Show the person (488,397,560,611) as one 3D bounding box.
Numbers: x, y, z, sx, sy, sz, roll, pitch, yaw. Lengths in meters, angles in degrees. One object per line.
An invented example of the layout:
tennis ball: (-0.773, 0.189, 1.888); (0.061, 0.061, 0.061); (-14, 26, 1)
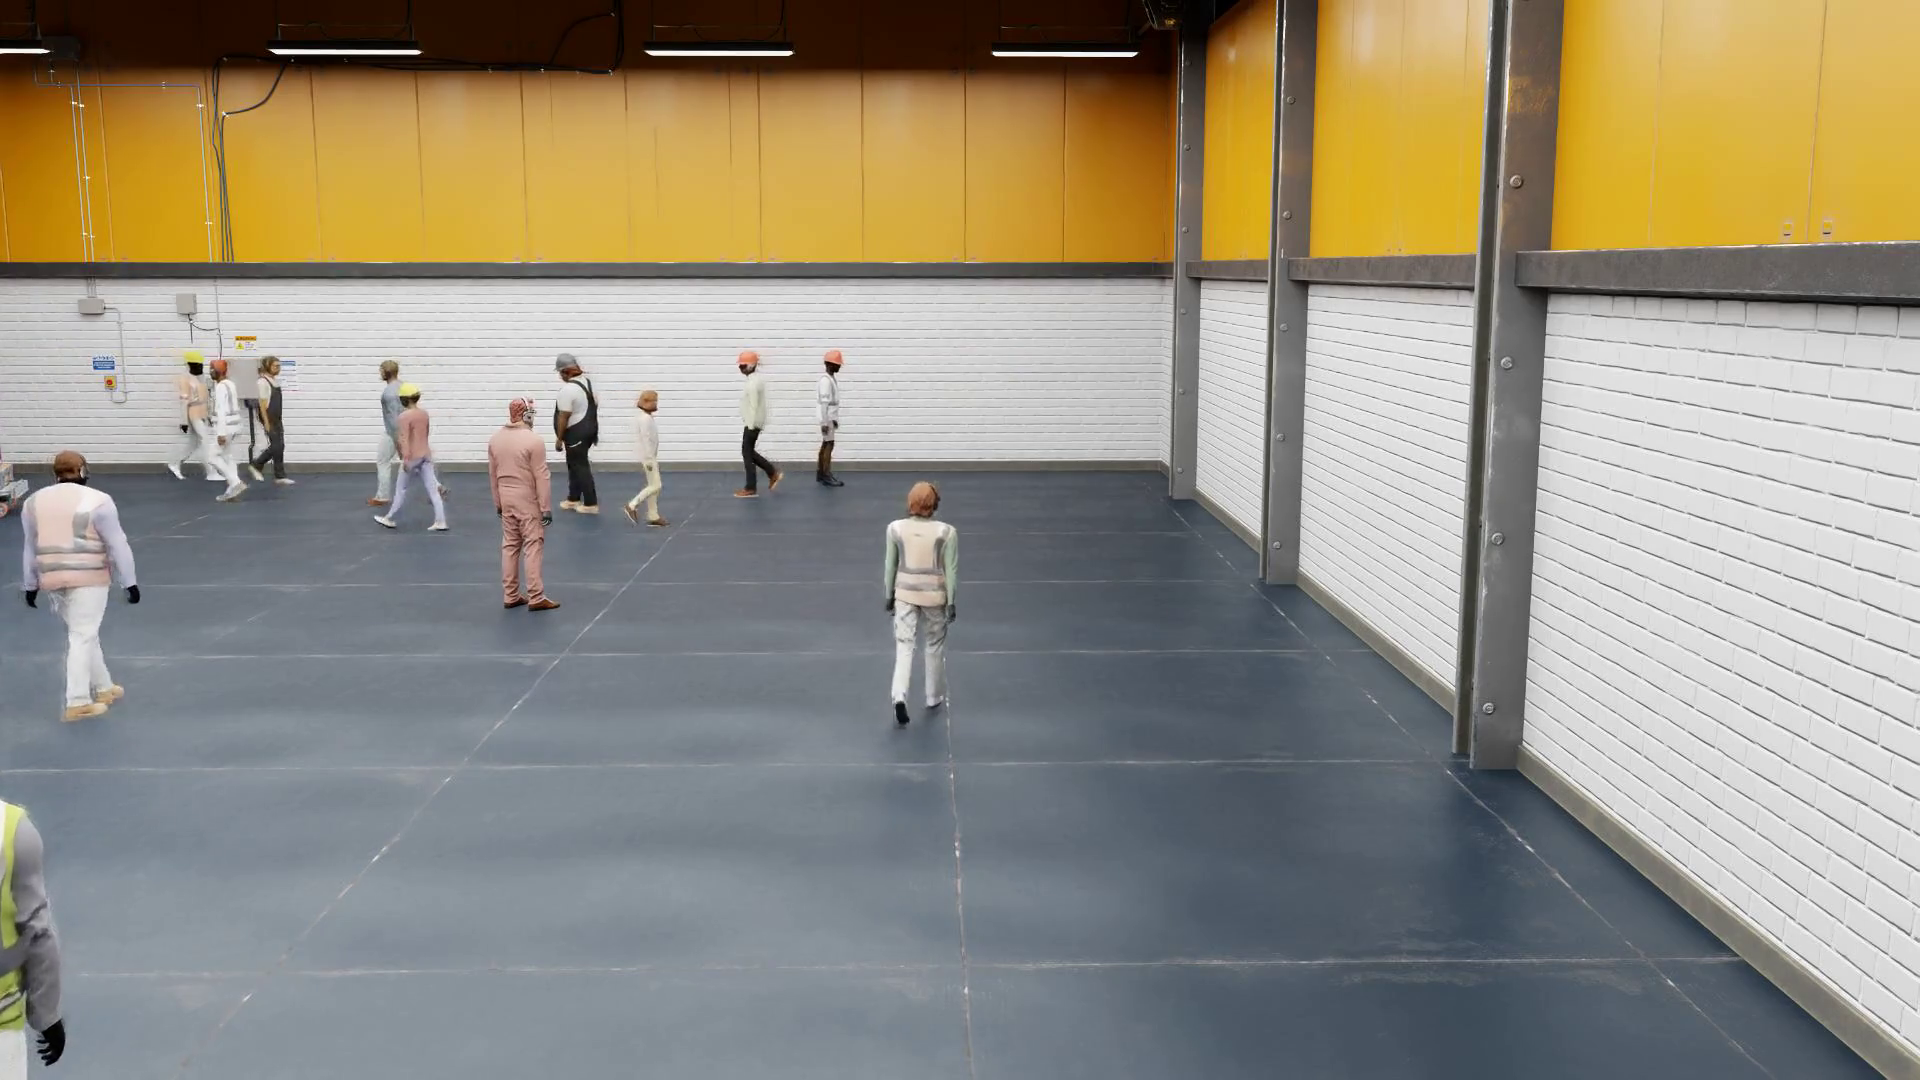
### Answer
person: (-3.872, -0.323, 14.820); (0.652, 1.906, 0.403); (5, 11, 30)

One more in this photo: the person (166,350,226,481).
person: (-11.000, -1.784, 23.816); (0.900, 1.896, 0.588); (0, 9, 1)

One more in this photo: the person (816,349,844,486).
person: (-1.835, -1.728, 23.418); (0.410, 1.928, 0.564); (0, 9, 1)

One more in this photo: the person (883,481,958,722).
person: (-0.275, 0.408, 11.236); (0.523, 1.609, 0.761); (2, 9, 10)

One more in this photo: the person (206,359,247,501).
person: (-9.606, -1.422, 21.665); (0.417, 1.868, 0.609); (-2, 9, -11)

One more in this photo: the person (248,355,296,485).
person: (-9.642, -1.662, 23.245); (0.510, 1.835, 0.528); (0, 9, 2)

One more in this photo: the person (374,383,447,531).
person: (-6.366, -0.956, 19.267); (0.903, 1.720, 0.548); (4, 10, 21)

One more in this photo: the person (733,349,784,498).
person: (-2.709, -1.544, 22.088); (0.571, 1.973, 0.631); (-1, 9, -5)

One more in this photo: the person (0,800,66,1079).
person: (-2.819, 1.396, 4.545); (0.651, 1.816, 0.609); (-5, 10, -27)

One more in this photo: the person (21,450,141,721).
person: (-5.975, 0.290, 11.384); (0.725, 1.791, 0.779); (1, 9, 8)

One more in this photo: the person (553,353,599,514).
person: (-4.842, -1.333, 20.596); (0.811, 2.000, 0.701); (2, 10, 15)

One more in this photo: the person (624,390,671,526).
person: (-3.668, -0.951, 19.514); (0.435, 1.620, 0.515); (-1, 9, -5)

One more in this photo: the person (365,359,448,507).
person: (-7.096, -1.355, 21.192); (0.964, 1.906, 0.637); (1, 9, 3)
